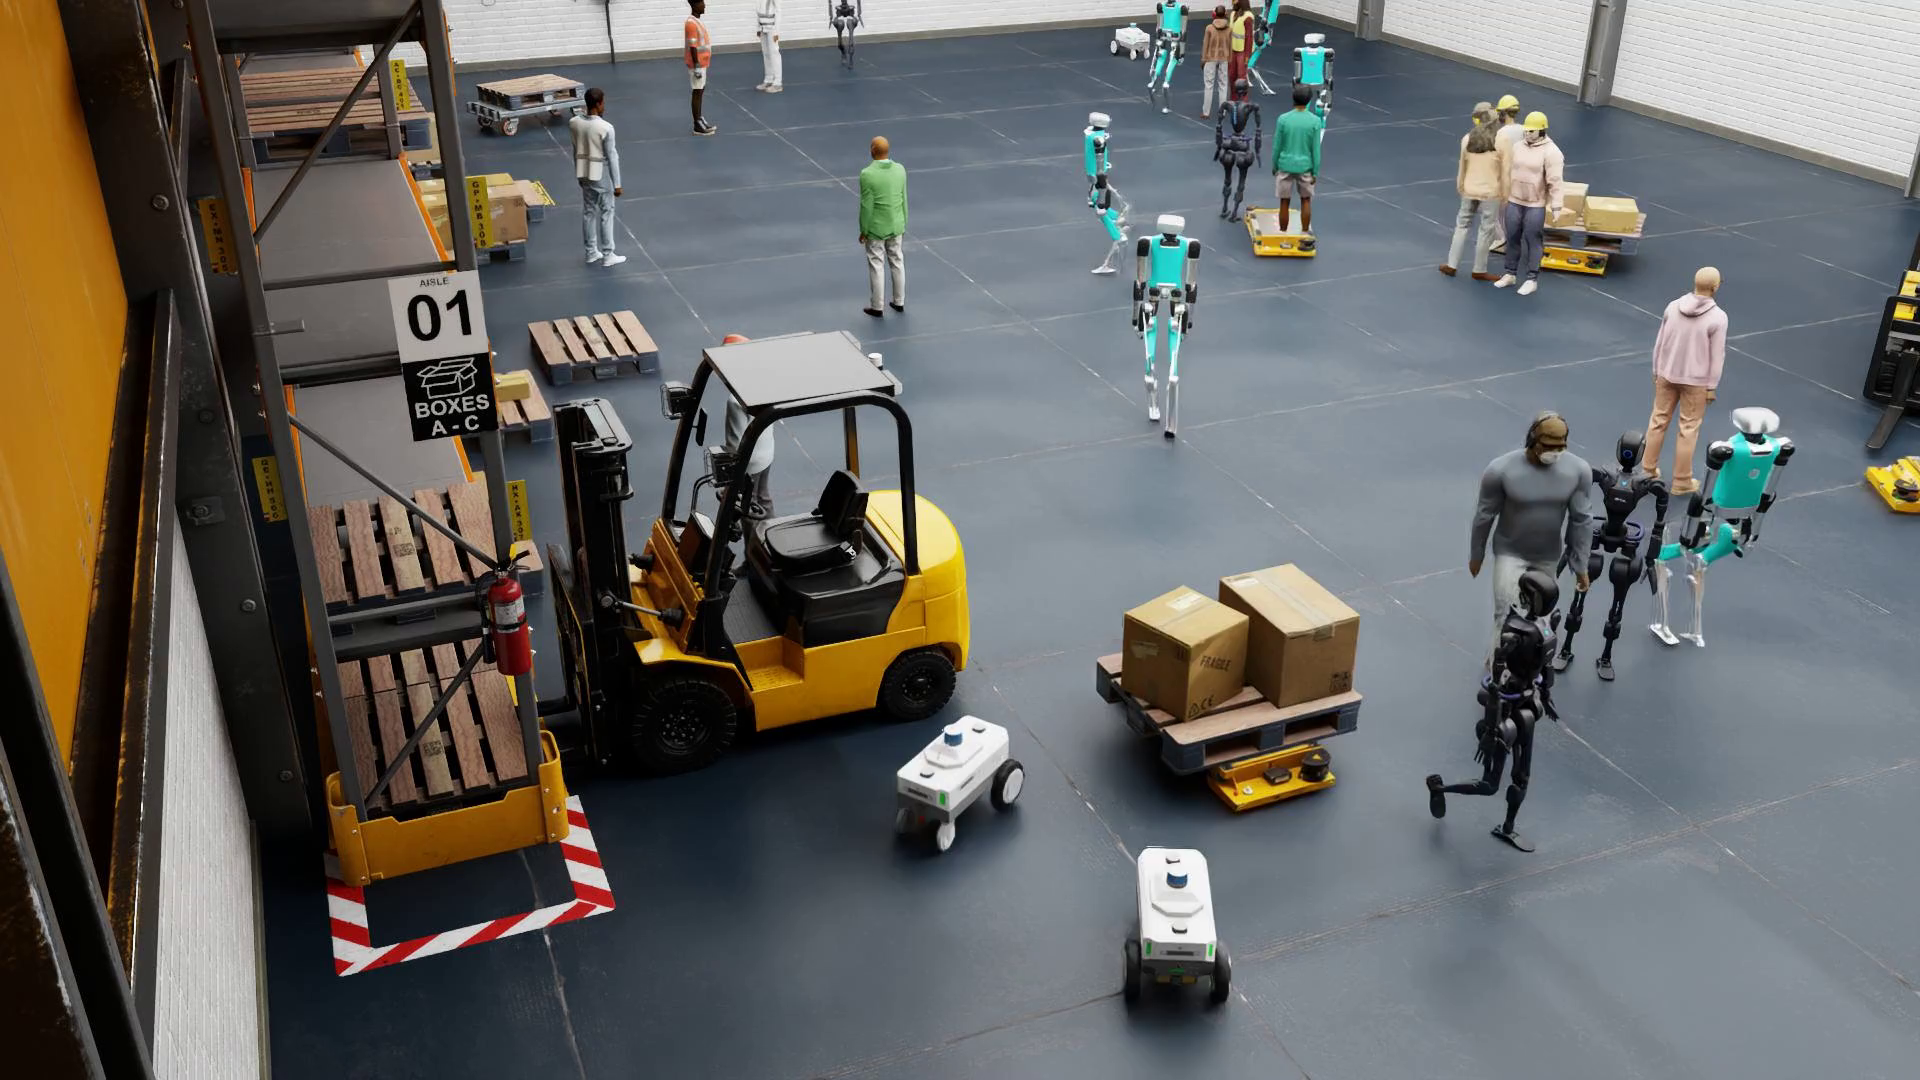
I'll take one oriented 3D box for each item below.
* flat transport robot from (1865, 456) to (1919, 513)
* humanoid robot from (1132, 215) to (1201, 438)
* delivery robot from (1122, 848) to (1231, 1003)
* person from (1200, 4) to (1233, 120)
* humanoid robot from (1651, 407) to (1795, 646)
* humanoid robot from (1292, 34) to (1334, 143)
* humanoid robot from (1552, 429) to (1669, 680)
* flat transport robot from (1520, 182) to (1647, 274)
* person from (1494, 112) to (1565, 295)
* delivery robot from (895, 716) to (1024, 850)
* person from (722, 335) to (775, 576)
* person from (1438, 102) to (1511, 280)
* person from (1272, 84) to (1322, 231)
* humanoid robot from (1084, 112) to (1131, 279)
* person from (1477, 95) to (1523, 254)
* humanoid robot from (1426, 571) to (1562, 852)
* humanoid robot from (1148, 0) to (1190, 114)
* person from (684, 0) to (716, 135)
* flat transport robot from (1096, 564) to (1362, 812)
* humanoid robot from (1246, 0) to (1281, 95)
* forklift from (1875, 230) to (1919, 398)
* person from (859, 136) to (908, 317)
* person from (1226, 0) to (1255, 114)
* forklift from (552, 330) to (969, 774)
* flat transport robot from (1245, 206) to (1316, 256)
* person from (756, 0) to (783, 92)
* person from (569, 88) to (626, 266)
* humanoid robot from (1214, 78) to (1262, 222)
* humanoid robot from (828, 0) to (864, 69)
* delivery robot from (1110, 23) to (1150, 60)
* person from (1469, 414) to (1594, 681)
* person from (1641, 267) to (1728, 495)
[{"bbox_3d":[7.834,-0.393,12.768,1.431,0.231,0.659,4,27,7],"label":"flat transport robot"},{"bbox_3d":[1.705,-1.702,13.830,0.546,1.859,0.855,1,27,3],"label":"humanoid robot"},{"bbox_3d":[1.035,1.818,8.021,0.499,0.566,0.739,1,27,3],"label":"delivery robot"},{"bbox_3d":[3.766,-6.993,24.365,0.454,1.643,0.312,-5,27,-9],"label":"person"},{"bbox_3d":[4.731,-0.110,10.550,0.530,1.742,0.795,-4,27,-7],"label":"humanoid robot"},{"bbox_3d":[4.693,-5.794,21.940,0.558,1.825,0.889,11,29,21],"label":"humanoid robot"},{"bbox_3d":[4.006,0.088,10.228,0.599,1.657,0.315,12,29,22],"label":"humanoid robot"},{"bbox_3d":[6.886,-3.252,18.456,0.659,0.231,1.431,12,29,22],"label":"flat transport robot"},{"bbox_3d":[5.872,-3.490,17.169,0.434,1.854,0.818,-20,33,-34],"label":"person"},{"bbox_3d":[-0.030,1.277,9.114,0.499,0.582,0.773,16,31,29],"label":"delivery robot"},{"bbox_3d":[-1.477,-0.585,11.513,0.352,1.740,0.571,7,28,14],"label":"person"},{"bbox_3d":[5.466,-3.655,17.506,0.670,1.853,0.378,23,35,38],"label":"person"},{"bbox_3d":[3.704,-4.101,18.393,0.522,1.845,0.479,5,27,9],"label":"person"},{"bbox_3d":[1.626,-3.559,17.560,0.702,1.902,0.548,-4,27,-8],"label":"humanoid robot"},{"bbox_3d":[5.946,-3.991,18.283,0.572,1.731,0.395,-24,35,-39],"label":"person"},{"bbox_3d":[2.855,0.853,8.739,0.614,1.644,0.574,-21,34,-36],"label":"humanoid robot"},{"bbox_3d":[3.024,-7.192,24.689,0.554,1.812,0.665,20,33,34],"label":"humanoid robot"},{"bbox_3d":[-3.695,-6.749,23.525,0.368,1.966,0.600,0,27,0],"label":"person"},{"bbox_3d":[1.542,1.084,9.831,0.659,0.231,1.431,-11,29,-21],"label":"flat transport robot"},{"bbox_3d":[4.600,-7.830,25.938,0.864,1.773,0.559,13,30,24],"label":"humanoid robot"},{"bbox_3d":[9.029,-2.397,14.618,1.214,2.155,2.313,18,32,32],"label":"forklift"},{"bbox_3d":[-0.764,-3.097,16.463,0.551,1.781,0.384,-18,32,-31],"label":"person"},{"bbox_3d":[4.162,-7.263,24.789,0.415,1.760,0.511,-13,30,-25],"label":"person"},{"bbox_3d":[-1.094,0.010,9.831,2.313,2.155,1.214,-10,28,-20],"label":"forklift"},{"bbox_3d":[3.648,-3.525,18.998,0.659,0.231,1.431,2,27,3],"label":"flat transport robot"},{"bbox_3d":[-3.011,-8.016,26.135,0.339,1.882,0.582,-19,32,-33],"label":"person"},{"bbox_3d":[-3.907,-3.902,17.933,0.596,1.907,0.410,14,30,26],"label":"person"},{"bbox_3d":[3.284,-4.600,19.566,0.602,1.647,0.473,15,30,27],"label":"humanoid robot"},{"bbox_3d":[-1.903,-8.803,27.954,0.600,1.635,0.653,0,27,1],"label":"humanoid robot"},{"bbox_3d":[2.992,-8.680,28.950,0.499,0.610,0.804,-11,29,-21],"label":"delivery robot"},{"bbox_3d":[3.398,0.168,9.846,0.628,1.889,0.975,-2,27,-5],"label":"person"},{"bbox_3d":[5.528,-1.214,12.715,0.406,1.782,0.523,-21,34,-36],"label":"person"}]
